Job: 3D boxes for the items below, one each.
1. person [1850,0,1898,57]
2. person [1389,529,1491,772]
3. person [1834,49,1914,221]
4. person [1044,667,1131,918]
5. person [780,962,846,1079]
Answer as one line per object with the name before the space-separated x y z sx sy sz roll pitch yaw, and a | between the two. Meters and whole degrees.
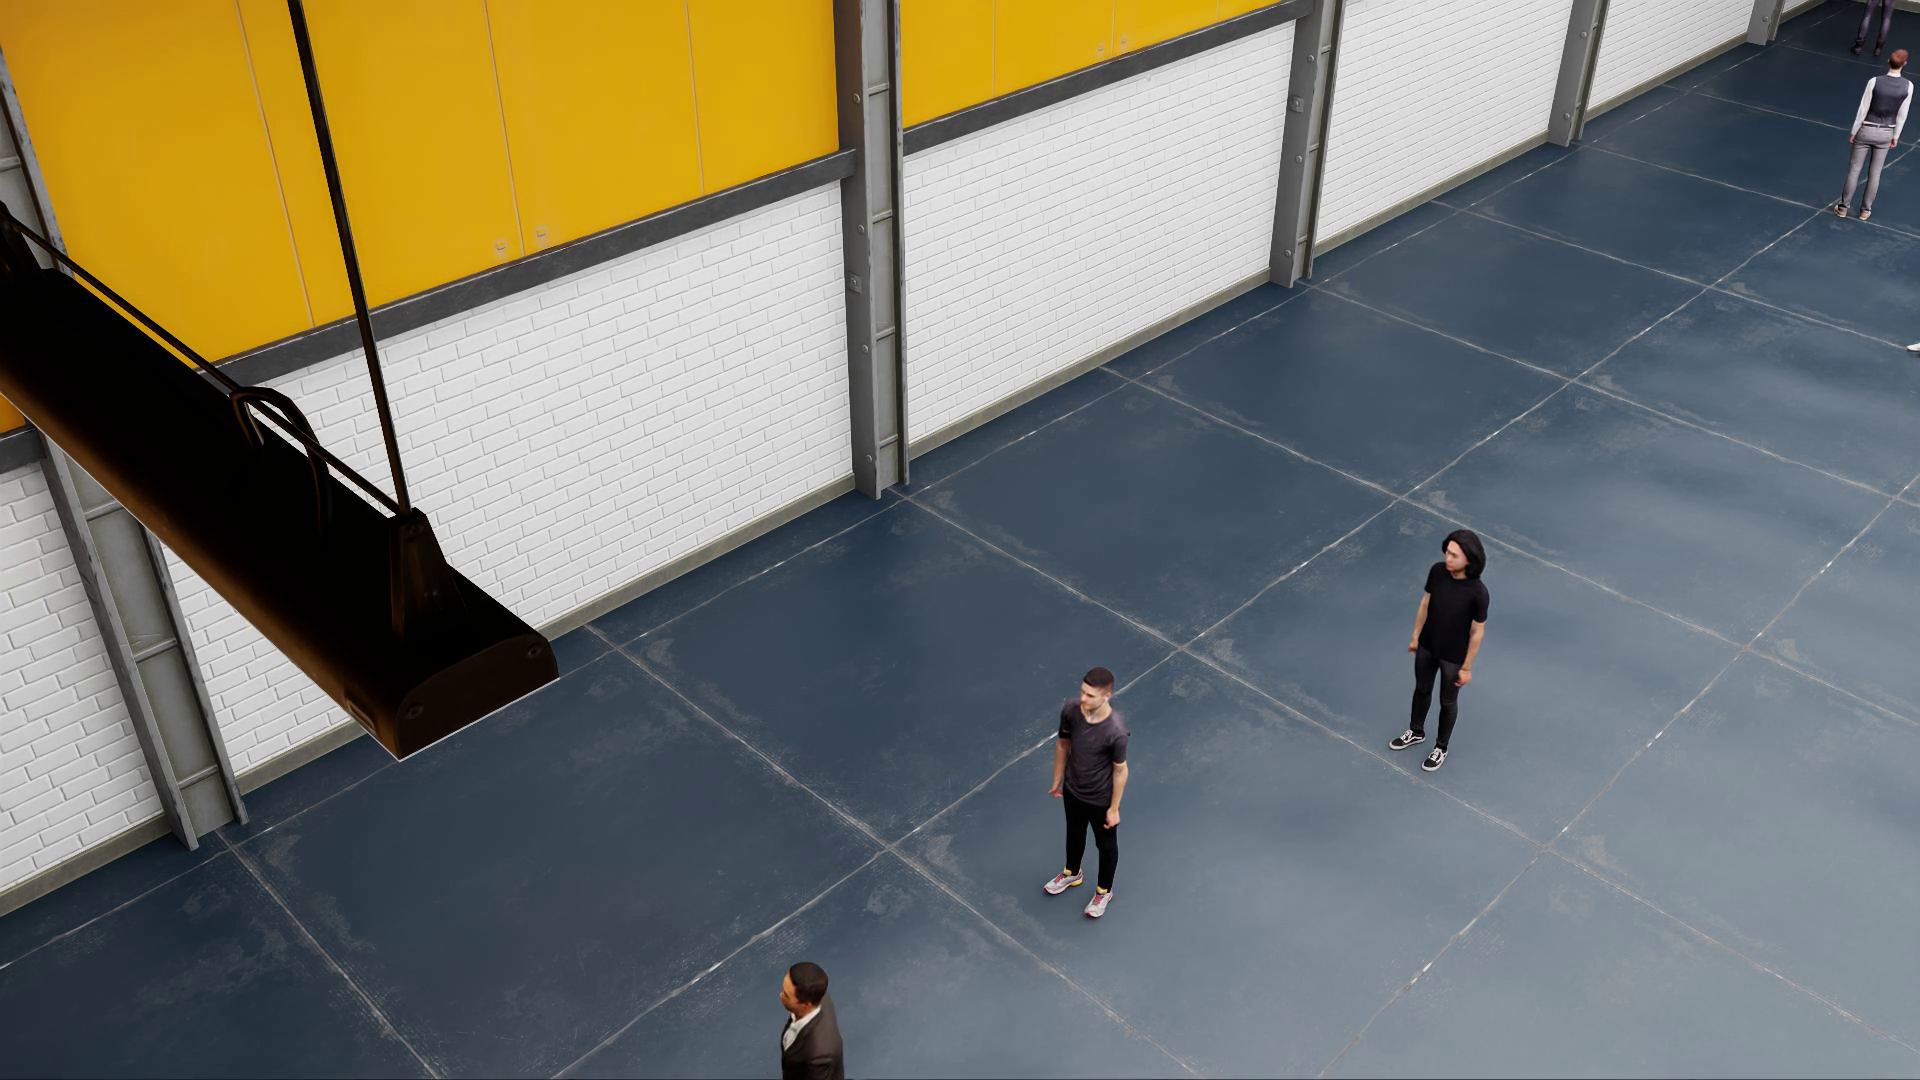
person | 13.358 -7.954 24.031 0.750 1.832 0.746 10 35 15
person | 3.217 0.698 11.012 0.564 1.835 0.665 -23 40 -30
person | 10.413 -4.624 18.925 0.737 1.938 0.701 13 36 18
person | 0.786 1.479 9.900 0.654 1.764 0.553 25 41 32
person | -0.614 2.690 8.055 0.785 1.790 0.787 -10 35 -14
